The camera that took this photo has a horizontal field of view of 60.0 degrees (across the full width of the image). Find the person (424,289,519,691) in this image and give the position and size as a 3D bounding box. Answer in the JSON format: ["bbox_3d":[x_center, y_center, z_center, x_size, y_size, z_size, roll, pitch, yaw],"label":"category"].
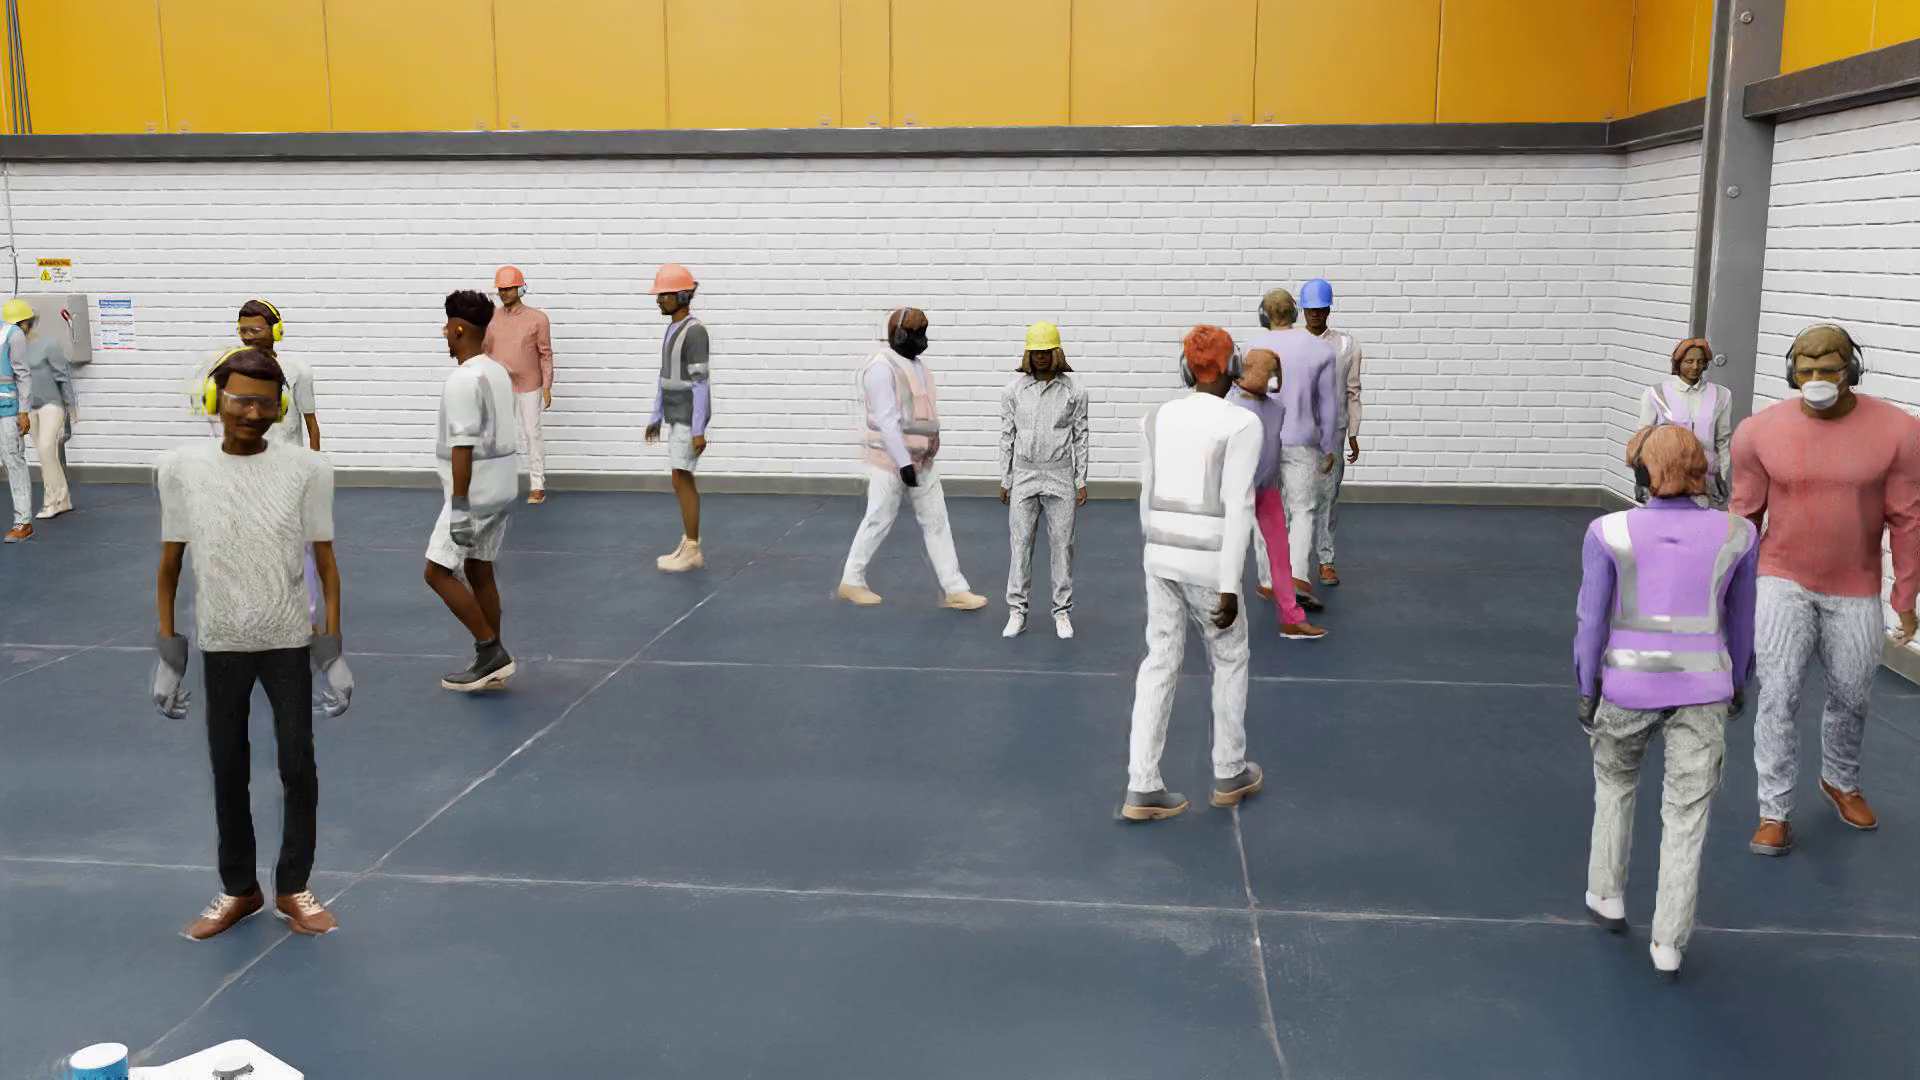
[{"bbox_3d":[-2.332,-0.214,7.935,0.421,1.938,0.647,1,10,5],"label":"person"}]

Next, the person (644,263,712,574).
[{"bbox_3d":[-1.857,-0.806,11.030,0.407,2.038,0.629,-4,11,-22],"label":"person"}]

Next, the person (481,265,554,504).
[{"bbox_3d":[-3.721,-1.291,13.930,0.625,1.992,0.389,1,10,6],"label":"person"}]

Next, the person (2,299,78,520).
[{"bbox_3d":[-7.333,-1.027,13.150,0.539,1.735,0.699,2,10,11],"label":"person"}]

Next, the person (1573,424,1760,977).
[{"bbox_3d":[2.118,0.453,5.034,0.525,1.612,0.690,3,10,15],"label":"person"}]

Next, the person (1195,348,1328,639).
[{"bbox_3d":[1.630,-0.258,9.175,0.497,1.588,0.828,-6,12,-32],"label":"person"}]

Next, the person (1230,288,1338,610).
[{"bbox_3d":[1.911,-0.536,9.895,0.650,1.909,0.699,2,10,9],"label":"person"}]

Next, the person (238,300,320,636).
[{"bbox_3d":[-3.669,-0.342,8.871,0.537,1.865,0.312,1,10,6],"label":"person"}]

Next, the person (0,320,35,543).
[{"bbox_3d":[-7.047,-0.944,12.081,0.617,1.946,0.396,1,10,6],"label":"person"}]

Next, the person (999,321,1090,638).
[{"bbox_3d":[0.457,-0.321,9.103,0.494,1.743,0.309,1,10,6],"label":"person"}]

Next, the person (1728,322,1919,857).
[{"bbox_3d":[3.089,0.159,5.983,0.646,1.895,0.754,5,11,28],"label":"person"}]

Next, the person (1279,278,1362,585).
[{"bbox_3d":[2.233,-0.676,10.556,0.617,1.942,0.396,1,10,6],"label":"person"}]

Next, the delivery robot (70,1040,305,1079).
[{"bbox_3d":[-1.683,1.241,3.289,0.477,0.478,0.707,8,13,39],"label":"delivery robot"}]

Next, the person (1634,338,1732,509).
[{"bbox_3d":[4.084,-0.325,9.425,0.524,1.636,0.308,1,10,6],"label":"person"}]

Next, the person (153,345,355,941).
[{"bbox_3d":[-2.173,0.334,5.083,0.581,1.843,0.382,-2,10,-12],"label":"person"}]

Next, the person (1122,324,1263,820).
[{"bbox_3d":[0.896,0.116,6.295,0.597,1.839,0.825,9,14,43],"label":"person"}]

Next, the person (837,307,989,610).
[{"bbox_3d":[-0.326,-0.470,9.828,0.933,1.798,0.633,5,11,29],"label":"person"}]
